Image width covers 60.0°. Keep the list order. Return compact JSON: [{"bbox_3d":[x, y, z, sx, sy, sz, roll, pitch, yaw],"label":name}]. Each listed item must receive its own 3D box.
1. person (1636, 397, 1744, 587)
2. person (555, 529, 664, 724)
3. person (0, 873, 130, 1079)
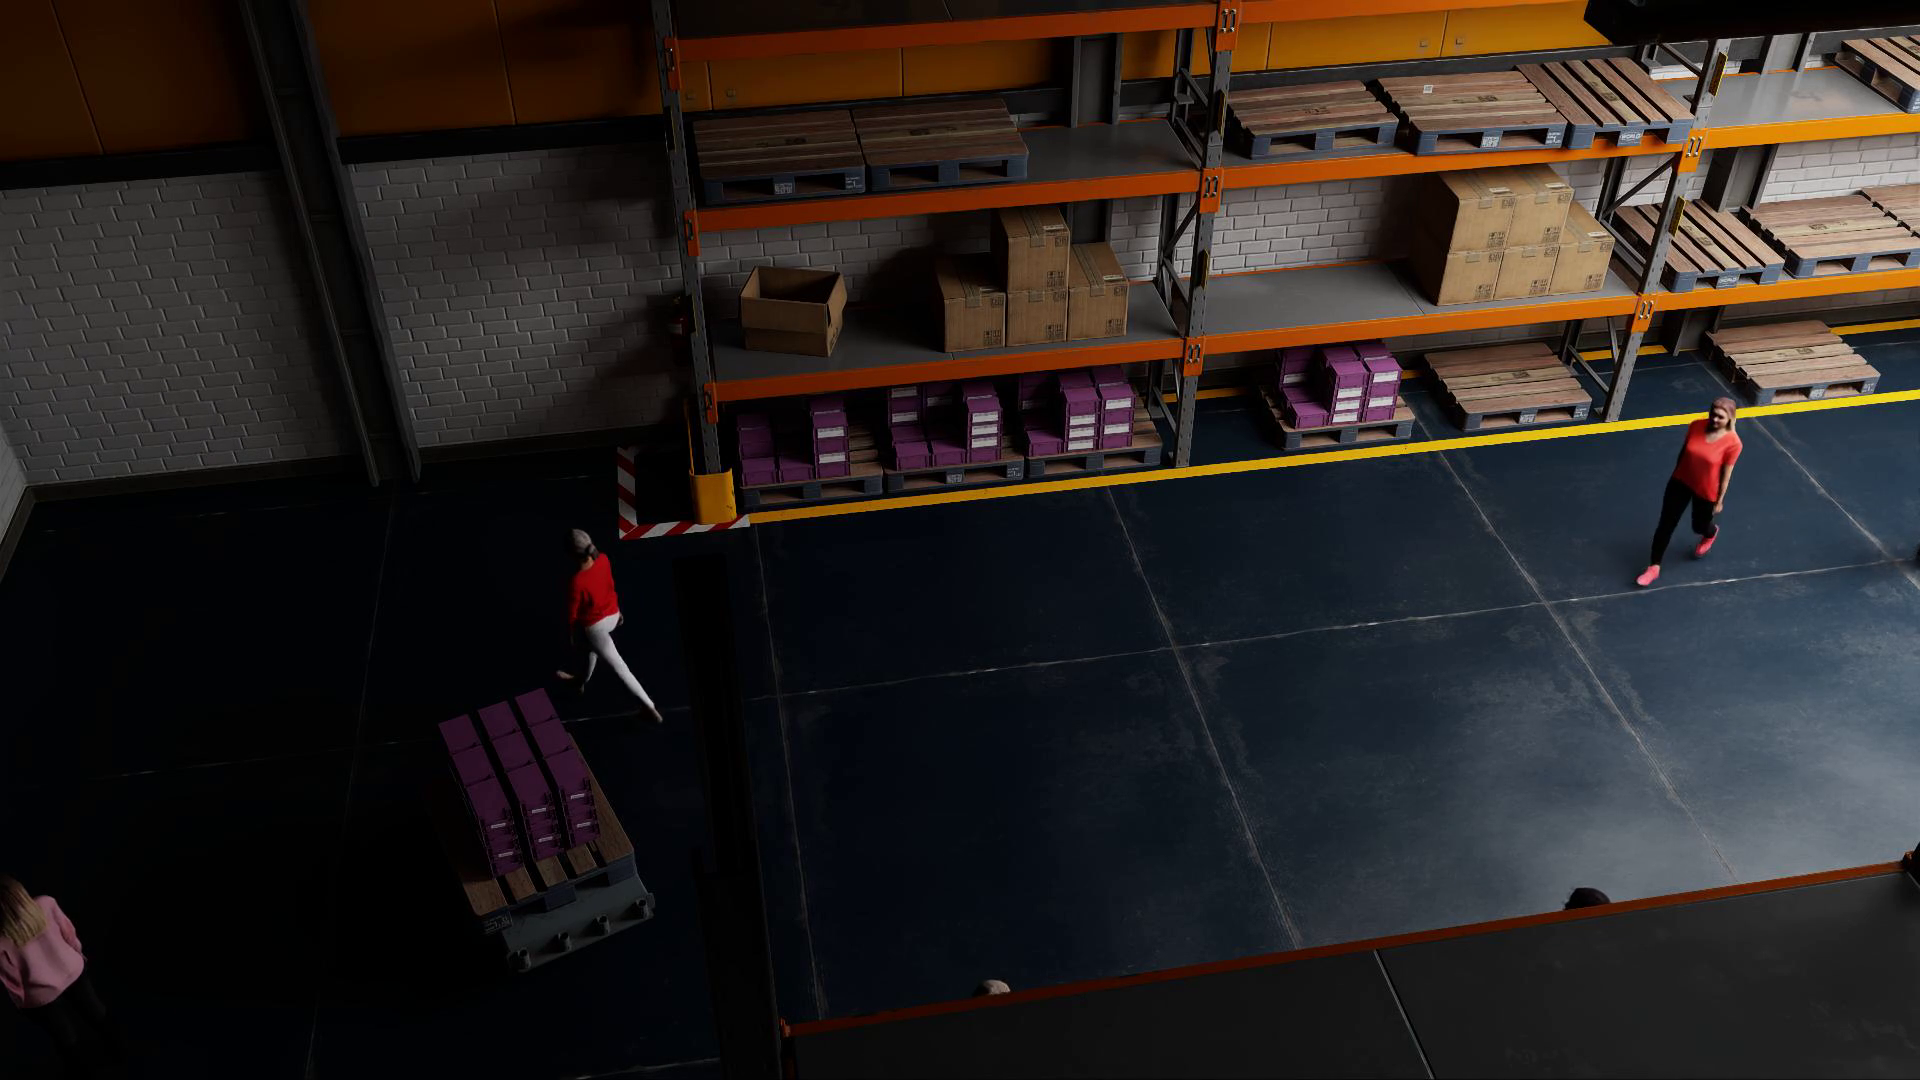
[{"bbox_3d":[5.723,-0.405,12.803,1.169,1.665,0.958,-28,47,-31],"label":"person"},{"bbox_3d":[-2.423,0.656,11.496,1.206,1.638,1.036,19,42,22],"label":"person"},{"bbox_3d":[-5.040,2.443,9.219,0.731,1.687,0.688,20,43,23],"label":"person"}]
